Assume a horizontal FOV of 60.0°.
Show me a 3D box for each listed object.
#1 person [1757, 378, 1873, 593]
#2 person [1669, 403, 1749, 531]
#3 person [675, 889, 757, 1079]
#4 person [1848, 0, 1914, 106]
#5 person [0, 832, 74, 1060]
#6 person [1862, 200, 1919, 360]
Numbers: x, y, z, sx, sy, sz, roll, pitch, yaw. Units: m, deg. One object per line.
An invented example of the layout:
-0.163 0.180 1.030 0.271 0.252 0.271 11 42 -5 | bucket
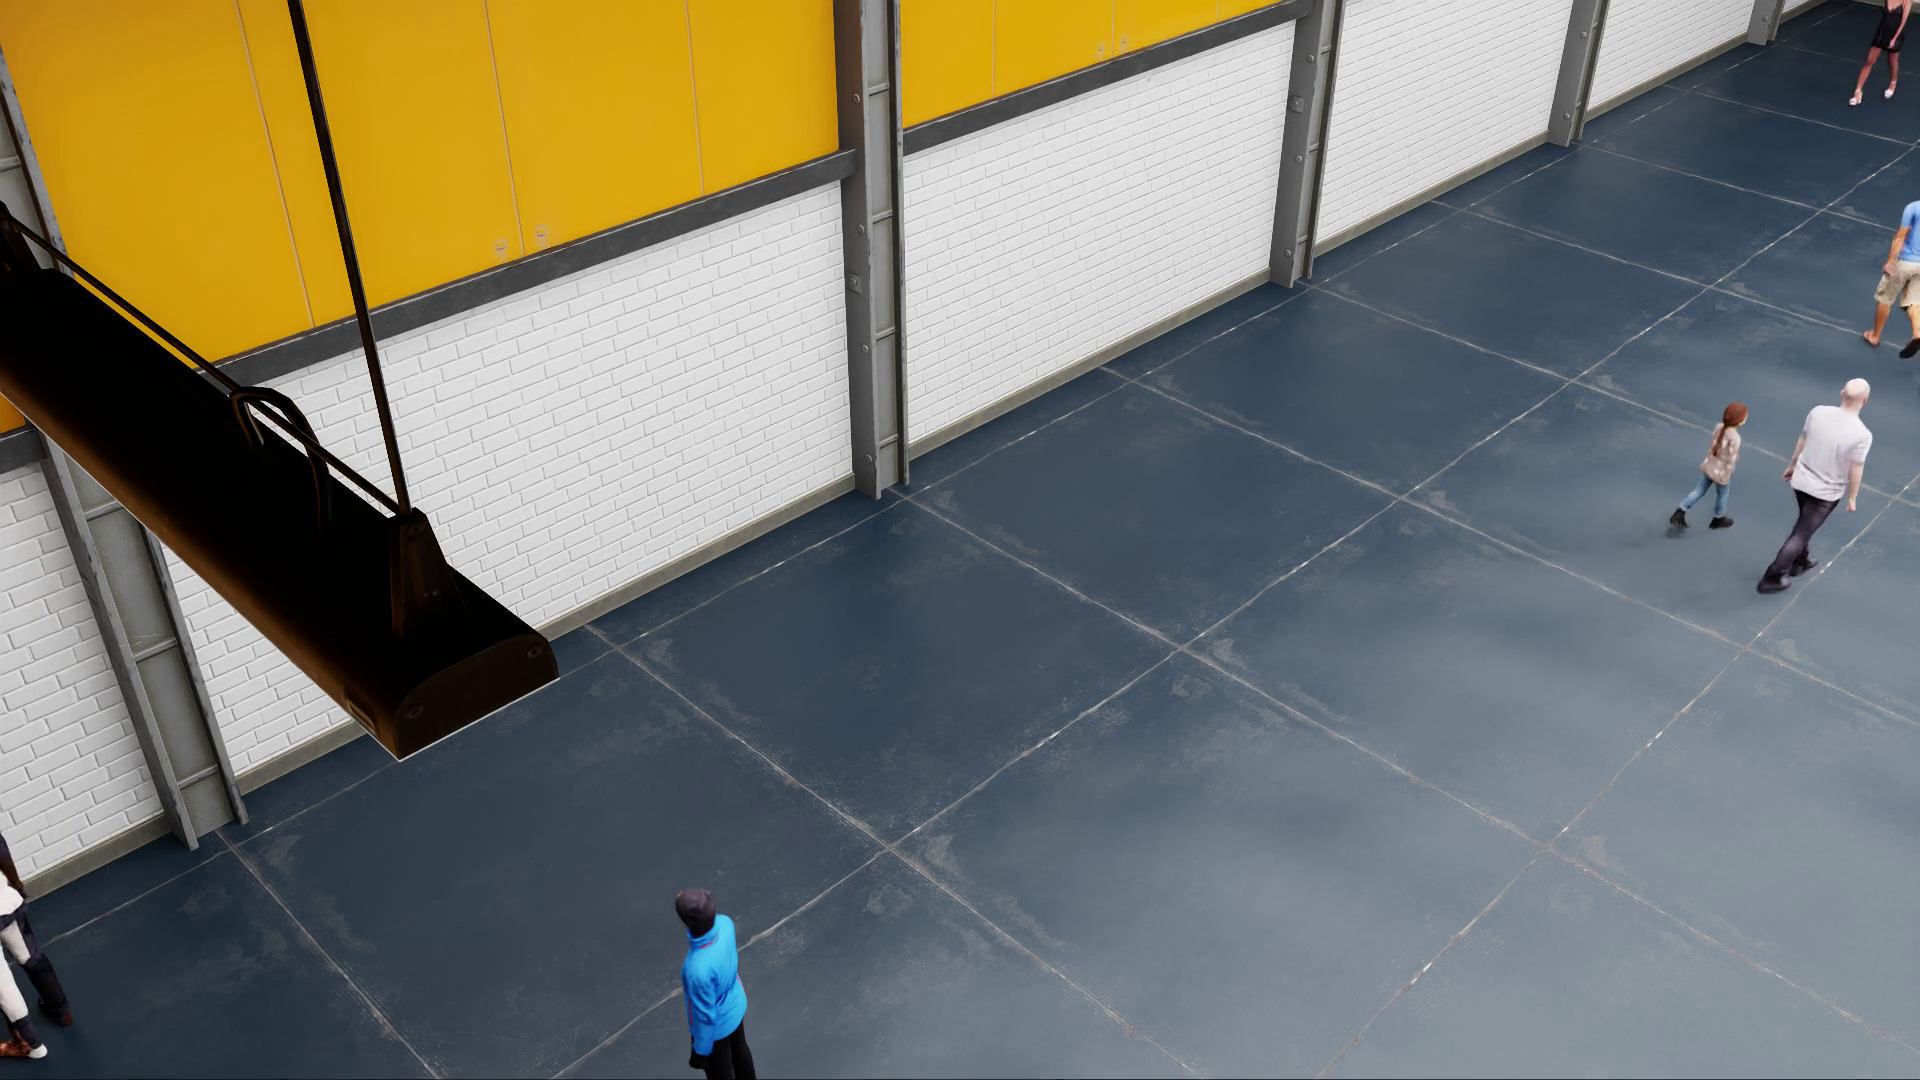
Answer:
6.443 -0.370 12.647 1.051 1.805 0.907 -14 36 -20 | person
6.113 -0.576 13.523 0.892 1.177 0.738 -9 35 -13 | person
-1.217 2.423 8.448 0.759 1.800 0.658 7 34 10 | person
12.453 -6.683 22.201 1.126 1.741 0.604 -24 40 -31 | person
-5.247 2.034 8.950 0.827 1.892 0.681 12 36 18 | person
9.206 -2.621 16.003 0.993 1.839 1.118 4 34 6 | person
